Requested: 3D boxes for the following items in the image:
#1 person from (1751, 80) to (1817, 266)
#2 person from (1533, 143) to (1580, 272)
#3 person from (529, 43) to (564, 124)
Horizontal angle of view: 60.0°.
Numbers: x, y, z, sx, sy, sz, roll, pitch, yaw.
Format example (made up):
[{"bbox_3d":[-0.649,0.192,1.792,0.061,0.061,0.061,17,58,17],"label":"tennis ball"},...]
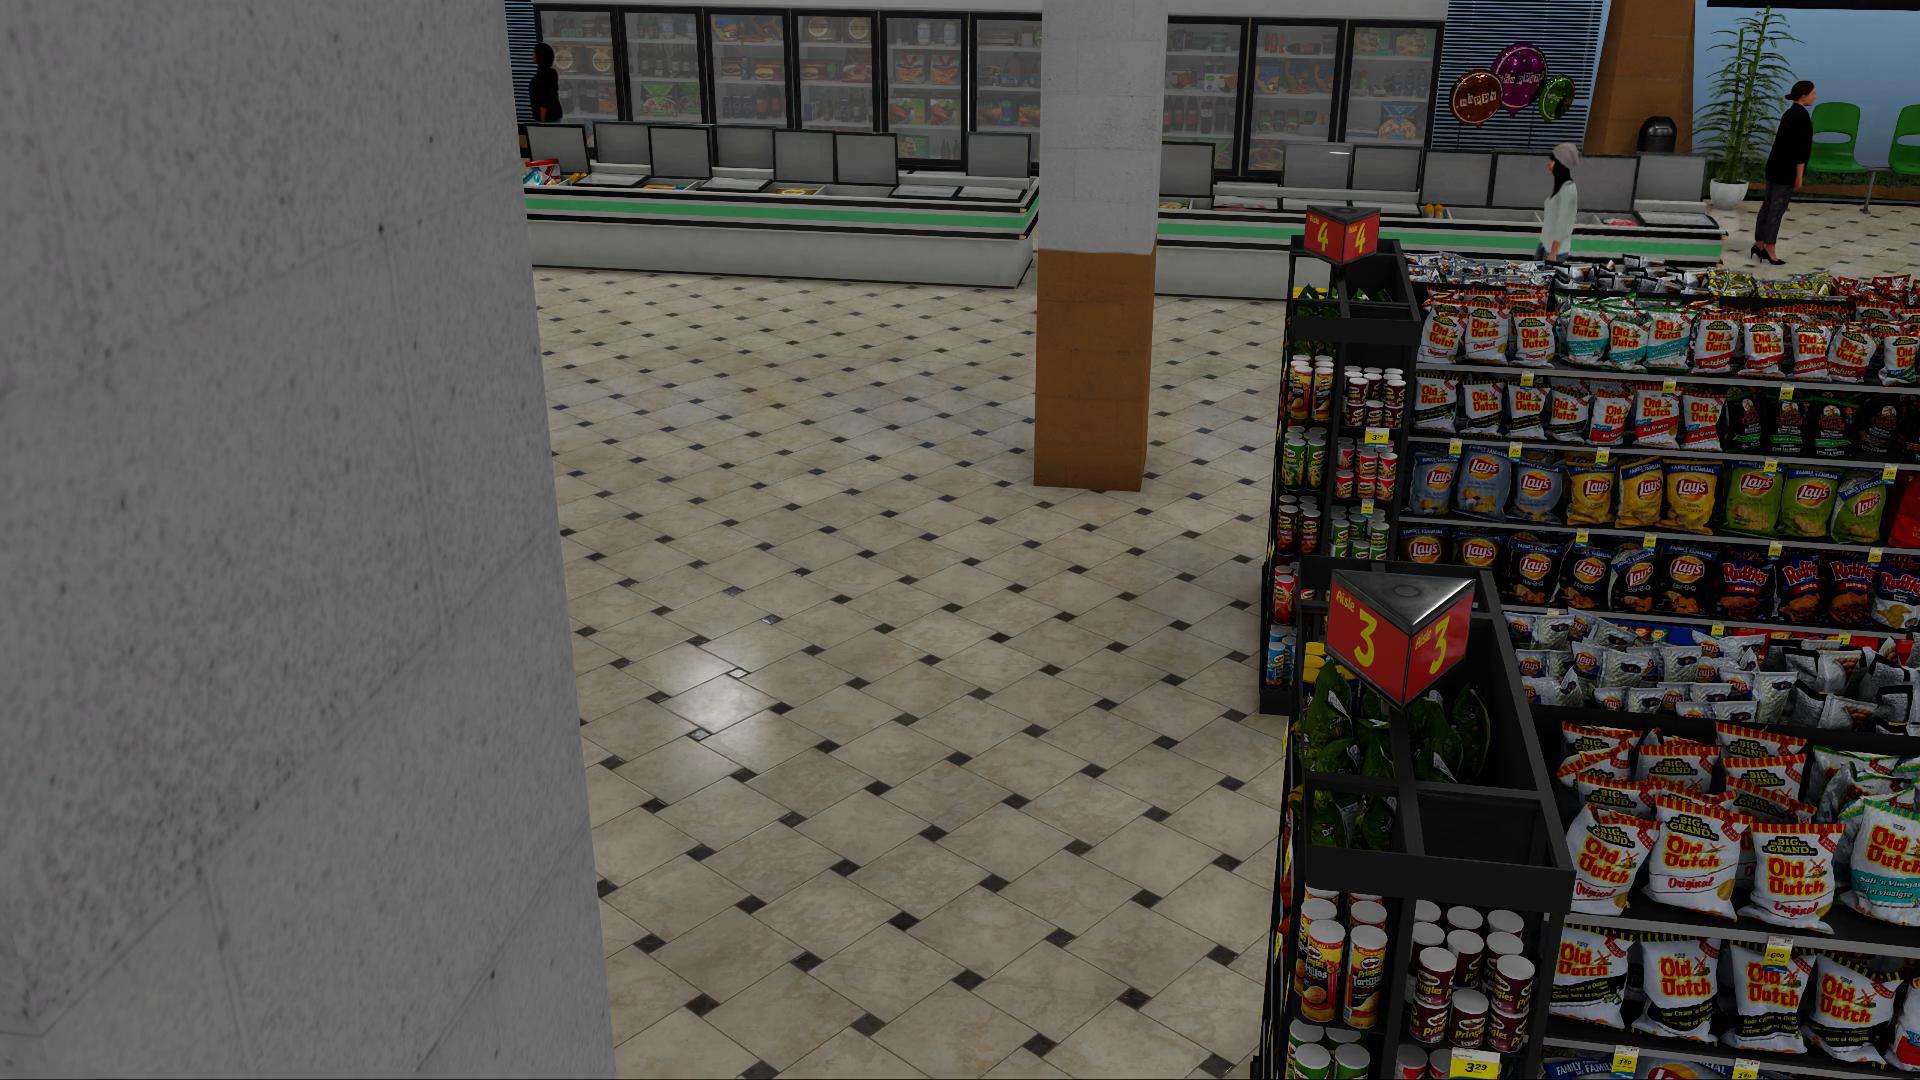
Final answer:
[{"bbox_3d":[7.881,-3.518,15.910,0.606,1.718,0.665,1,24,2],"label":"person"},{"bbox_3d":[4.836,-2.333,13.317,0.916,1.625,0.583,4,24,8],"label":"person"},{"bbox_3d":[-4.579,-4.674,18.572,0.552,1.701,0.584,6,24,13],"label":"person"}]
